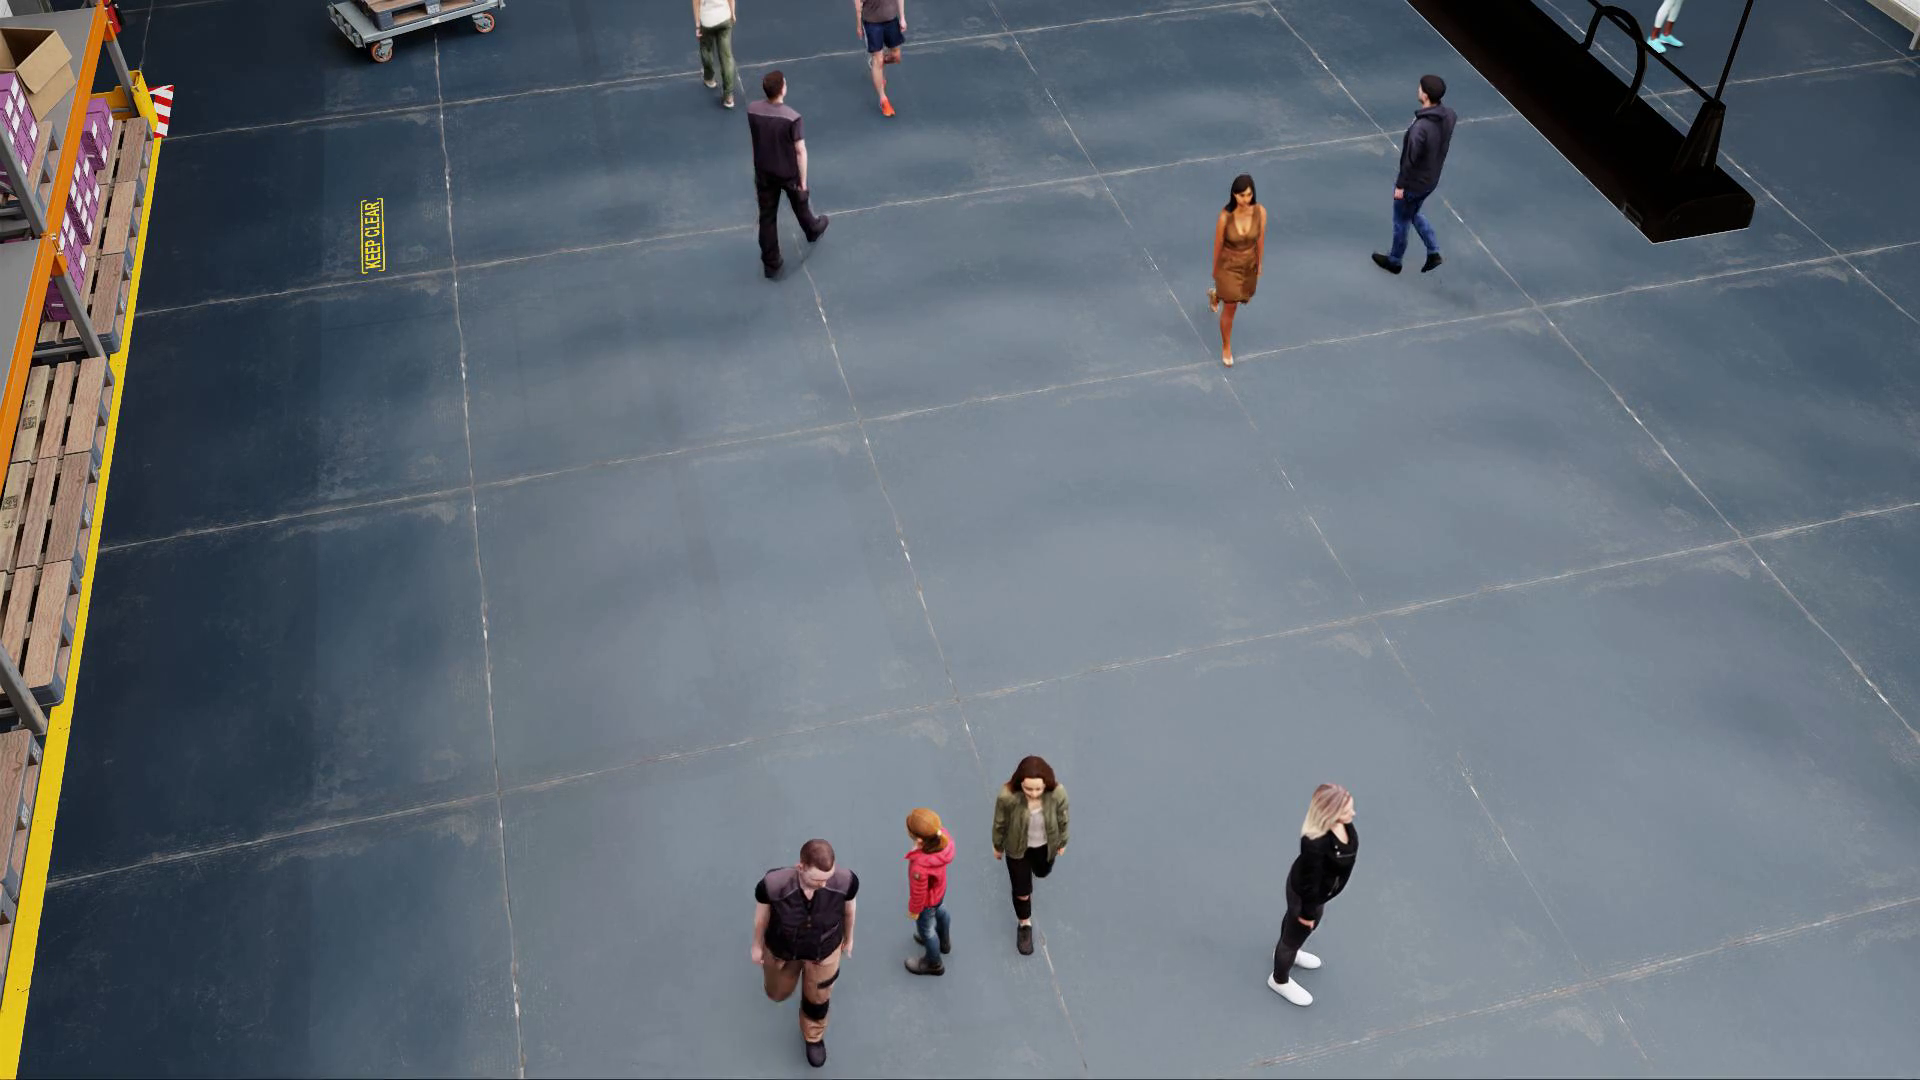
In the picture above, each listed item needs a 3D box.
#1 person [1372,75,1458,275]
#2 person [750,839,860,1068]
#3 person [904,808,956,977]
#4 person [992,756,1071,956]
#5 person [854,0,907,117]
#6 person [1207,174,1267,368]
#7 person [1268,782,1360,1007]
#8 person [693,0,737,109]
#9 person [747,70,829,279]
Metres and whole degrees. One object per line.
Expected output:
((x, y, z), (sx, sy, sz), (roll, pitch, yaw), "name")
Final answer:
((3.909, -2.985, 13.939), (0.912, 1.880, 1.029), (-32, 52, -29), "person")
((-0.814, 2.029, 8.731), (0.835, 1.803, 0.956), (0, 44, 0), "person")
((-0.155, 1.940, 9.179), (0.659, 1.315, 0.571), (13, 45, 13), "person")
((0.394, 1.654, 9.378), (0.675, 1.454, 0.958), (-4, 44, -5), "person")
((-0.796, -5.096, 16.182), (0.754, 1.842, 0.964), (-18, 46, -18), "person")
((2.181, -2.206, 13.277), (0.568, 1.664, 0.903), (-11, 45, -11), "person")
((1.885, 1.870, 8.984), (0.750, 1.685, 0.670), (17, 46, 17), "person")
((-2.374, -5.021, 16.257), (0.605, 1.630, 0.937), (-13, 45, -13), "person")
((-1.572, -3.047, 14.056), (1.143, 1.808, 1.260), (15, 46, 15), "person")
